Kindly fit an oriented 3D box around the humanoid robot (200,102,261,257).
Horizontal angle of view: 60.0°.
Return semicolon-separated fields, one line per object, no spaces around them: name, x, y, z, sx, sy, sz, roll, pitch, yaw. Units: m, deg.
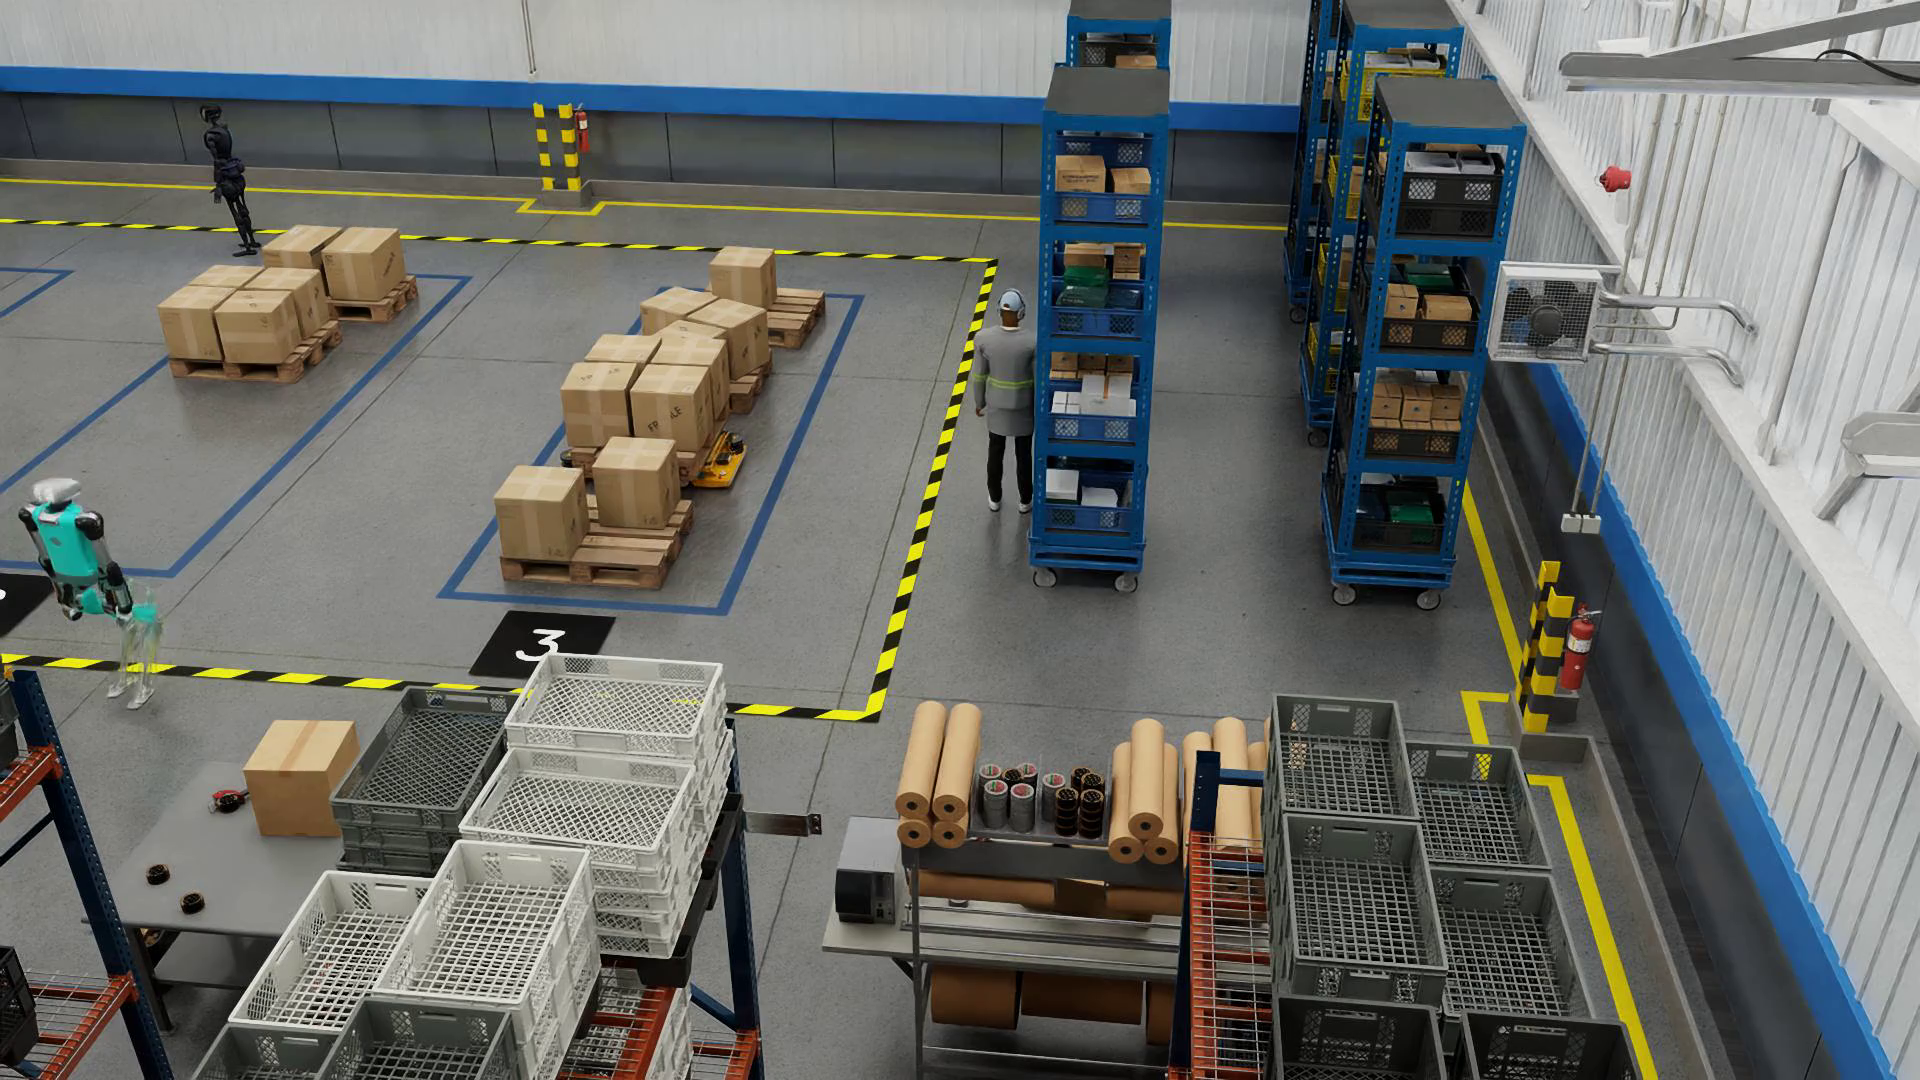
humanoid robot;-7.906;-3.903;17.959;0.315;1.659;0.599;-2;30;-4

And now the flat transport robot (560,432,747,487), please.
flat transport robot;-2.554;-0.707;13.861;1.431;0.197;0.652;3;30;6

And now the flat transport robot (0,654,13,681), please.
flat transport robot;-7.142;0.969;11.010;1.431;0.231;0.659;3;30;6

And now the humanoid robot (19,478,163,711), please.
humanoid robot;-5.427;0.285;10.676;0.546;1.722;0.761;7;31;11

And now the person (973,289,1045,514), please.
person;0.400;-1.076;12.953;0.587;1.847;0.404;7;31;11
